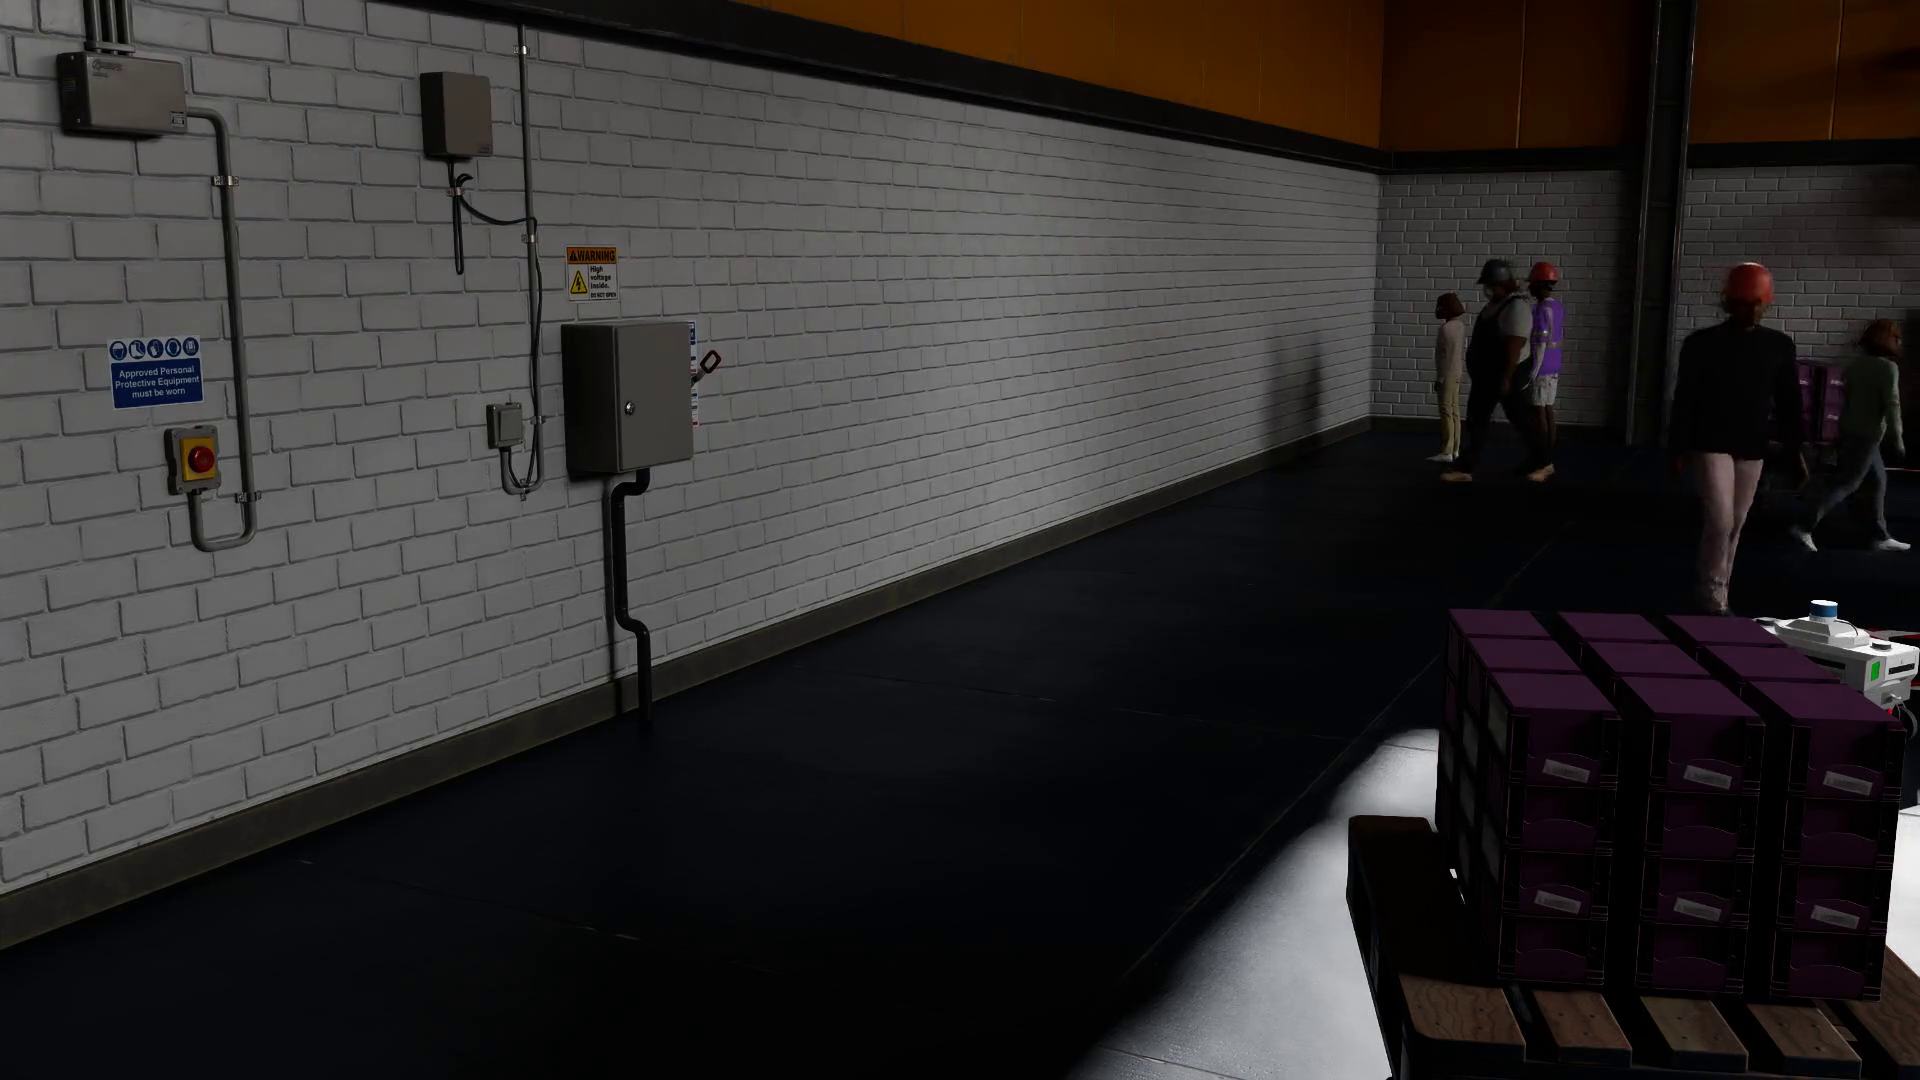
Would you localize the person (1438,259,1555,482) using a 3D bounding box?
[{"bbox_3d":[4.811,-1.508,14.606,1.038,2.000,0.694,-2,10,-12],"label":"person"}]

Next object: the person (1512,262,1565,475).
[{"bbox_3d":[5.283,-1.556,15.176,0.366,1.939,0.542,7,12,37],"label":"person"}]

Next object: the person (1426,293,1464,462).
[{"bbox_3d":[4.733,-1.575,16.169,0.266,1.632,0.509,7,12,34],"label":"person"}]

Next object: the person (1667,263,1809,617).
[{"bbox_3d":[4.120,-0.467,8.790,0.645,1.957,0.712,-1,10,-6],"label":"person"}]

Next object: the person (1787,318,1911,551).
[{"bbox_3d":[6.050,-0.700,11.215,0.808,1.597,0.525,1,10,5],"label":"person"}]

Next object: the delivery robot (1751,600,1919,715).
[{"bbox_3d":[3.627,0.499,7.015,0.477,0.478,0.707,-6,11,-30],"label":"delivery robot"}]
